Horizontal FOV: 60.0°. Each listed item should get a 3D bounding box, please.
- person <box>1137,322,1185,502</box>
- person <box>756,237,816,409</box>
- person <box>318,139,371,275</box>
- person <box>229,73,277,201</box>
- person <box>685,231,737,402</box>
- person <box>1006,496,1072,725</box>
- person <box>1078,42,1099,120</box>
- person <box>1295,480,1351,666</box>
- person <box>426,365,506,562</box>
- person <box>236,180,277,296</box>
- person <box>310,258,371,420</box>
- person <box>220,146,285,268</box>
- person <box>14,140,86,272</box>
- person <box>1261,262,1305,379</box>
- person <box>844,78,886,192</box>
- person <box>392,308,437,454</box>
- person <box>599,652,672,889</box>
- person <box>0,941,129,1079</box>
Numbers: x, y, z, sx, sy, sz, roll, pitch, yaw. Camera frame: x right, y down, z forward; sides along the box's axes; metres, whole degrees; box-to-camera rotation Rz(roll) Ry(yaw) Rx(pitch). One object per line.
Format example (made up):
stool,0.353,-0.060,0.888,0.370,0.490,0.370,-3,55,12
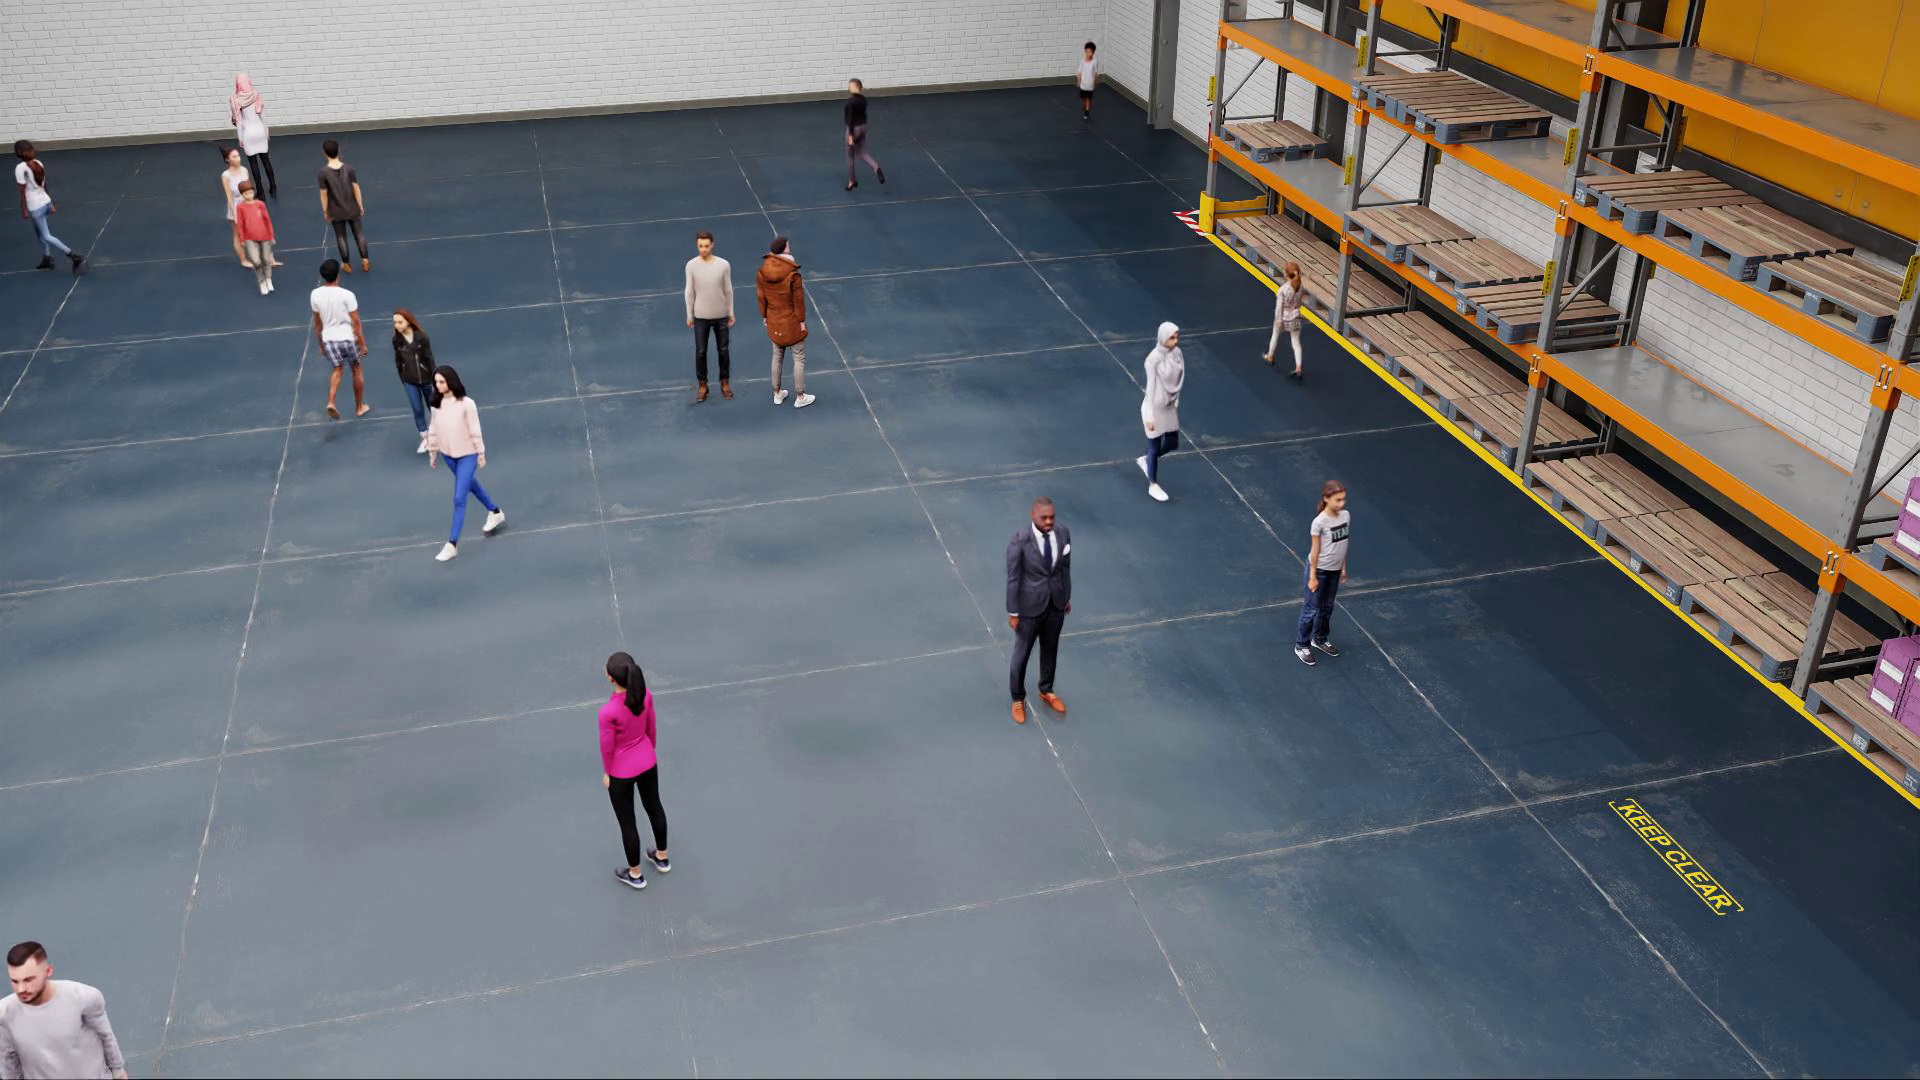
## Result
person,1.821,-1.240,15.612,0.738,1.765,0.838,-18,33,-30
person,-1.831,-2.284,17.450,0.855,1.839,0.908,13,31,23
person,-7.840,-4.228,21.145,0.681,1.712,0.637,-12,31,-21
person,-10.191,-5.829,23.985,0.762,1.804,0.740,25,37,38
person,-2.637,-2.384,17.607,0.674,1.865,0.565,-5,29,-9
person,0.590,0.481,12.398,0.740,1.824,0.649,-13,31,-22
person,2.171,-7.797,28.168,0.656,1.253,0.764,6,29,10
person,2.885,0.221,13.145,0.592,1.563,0.593,-17,33,-28
person,-4.376,-0.748,14.762,1.137,1.716,1.253,12,31,22
person,-8.738,-3.782,20.644,0.618,1.409,0.687,-16,32,-27
person,-6.381,-2.006,17.073,0.816,1.712,0.949,3,29,6
person,-9.253,-4.242,21.308,0.994,1.582,0.932,16,32,26
person,-11.624,-4.207,21.118,0.895,1.702,1.029,3,29,6
person,3.647,-2.391,18.231,0.539,1.279,0.951,-9,30,-15
person,-1.431,-5.862,24.202,0.966,1.654,0.911,15,32,25
person,-5.406,-1.642,16.669,0.657,1.460,0.935,-3,29,-5
person,-2.104,1.467,10.721,0.716,1.697,0.675,22,35,34
person,-4.453,2.695,8.342,0.695,1.820,1.059,-8,30,-14
